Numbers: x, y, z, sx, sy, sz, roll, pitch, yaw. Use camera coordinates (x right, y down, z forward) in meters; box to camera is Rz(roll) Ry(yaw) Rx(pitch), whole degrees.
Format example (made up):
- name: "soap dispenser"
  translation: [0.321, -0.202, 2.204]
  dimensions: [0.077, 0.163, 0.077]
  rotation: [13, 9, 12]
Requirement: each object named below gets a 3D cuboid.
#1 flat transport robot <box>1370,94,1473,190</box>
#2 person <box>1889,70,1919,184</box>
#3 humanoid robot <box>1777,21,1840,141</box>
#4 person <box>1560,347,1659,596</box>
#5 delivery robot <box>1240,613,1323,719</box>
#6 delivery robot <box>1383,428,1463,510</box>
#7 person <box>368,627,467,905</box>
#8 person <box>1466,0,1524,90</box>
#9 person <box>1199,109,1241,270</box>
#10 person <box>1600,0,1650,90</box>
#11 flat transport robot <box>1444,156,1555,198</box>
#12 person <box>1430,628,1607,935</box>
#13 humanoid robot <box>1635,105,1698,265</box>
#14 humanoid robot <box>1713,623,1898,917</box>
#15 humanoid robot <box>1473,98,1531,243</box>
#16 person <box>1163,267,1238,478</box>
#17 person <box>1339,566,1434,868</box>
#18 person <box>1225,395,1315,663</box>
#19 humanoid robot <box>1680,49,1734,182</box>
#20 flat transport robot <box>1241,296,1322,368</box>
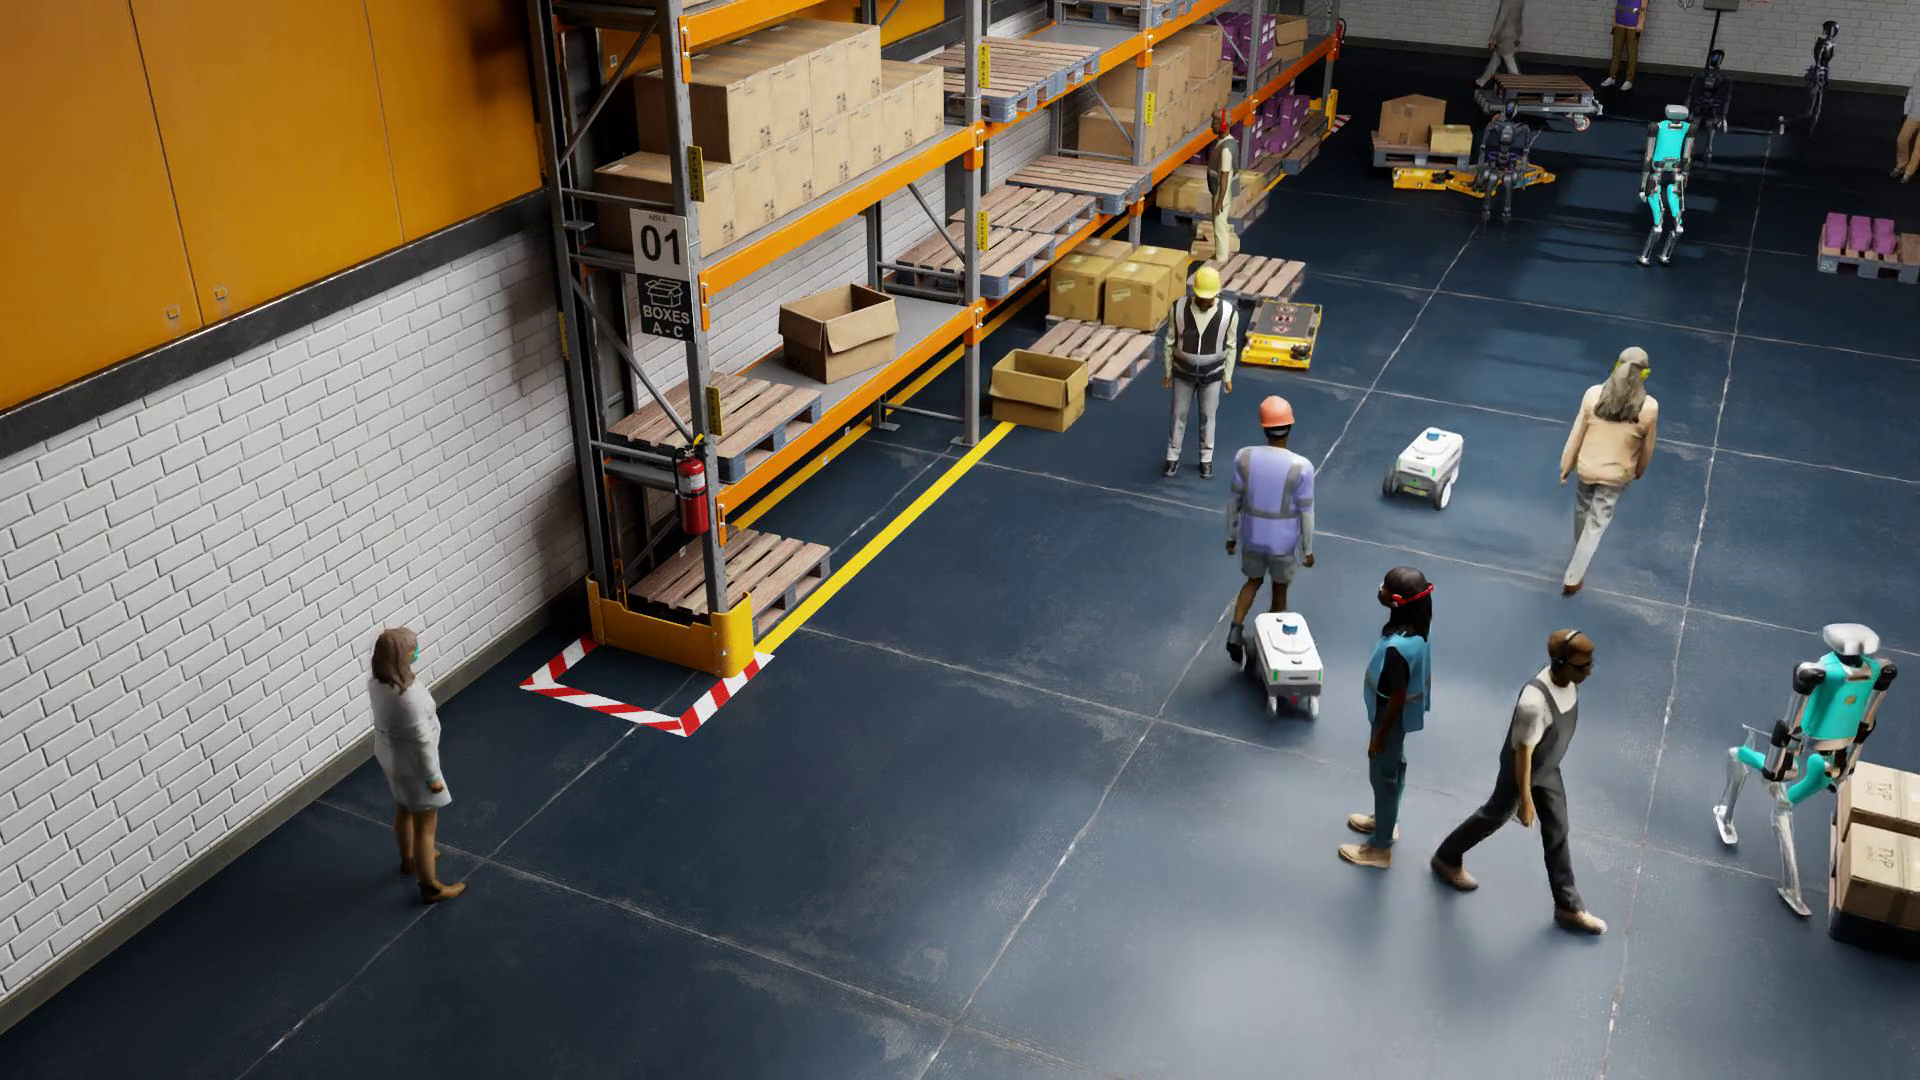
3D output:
- name: "flat transport robot"
  translation: [5.981, -4.876, 21.770]
  dimensions: [0.659, 0.231, 1.431]
  rotation: [5, 29, 9]
- name: "person"
  translation: [12.259, -5.394, 21.194]
  dimensions: [0.429, 1.720, 0.578]
  rotation: [-20, 34, -32]
- name: "humanoid robot"
  translation: [11.855, -6.403, 23.129]
  dimensions: [0.554, 1.643, 0.602]
  rotation: [21, 35, 34]
- name: "person"
  translation: [4.712, -0.541, 12.087]
  dimensions: [0.560, 1.825, 0.967]
  rotation: [21, 35, 33]
- name: "delivery robot"
  translation: [2.151, 0.787, 10.982]
  dimensions: [0.499, 0.608, 0.797]
  rotation: [0, 28, -1]
- name: "delivery robot"
  translation: [3.829, -0.627, 13.582]
  dimensions: [0.499, 0.587, 0.781]
  rotation: [17, 33, 29]
- name: "person"
  translation: [-2.964, 1.206, 9.029]
  dimensions: [0.340, 1.654, 0.502]
  rotation: [-23, 36, -36]
- name: "person"
  translation: [8.288, -7.697, 25.416]
  dimensions: [0.974, 1.777, 0.530]
  rotation: [22, 36, 35]
- name: "person"
  translation: [2.842, -3.734, 18.002]
  dimensions: [0.376, 1.838, 0.560]
  rotation: [2, 28, 3]
- name: "person"
  translation: [10.371, -7.985, 25.800]
  dimensions: [0.442, 1.923, 0.532]
  rotation: [-19, 34, -31]
- name: "flat transport robot"
  translation: [6.918, -4.659, 21.366]
  dimensions: [1.431, 0.231, 0.659]
  rotation: [-17, 33, -29]
- name: "person"
  translation: [3.042, 1.235, 8.841]
  dimensions: [0.534, 1.793, 0.993]
  rotation: [-25, 37, -38]
- name: "humanoid robot"
  translation: [7.769, -3.848, 18.213]
  dimensions: [0.530, 1.692, 0.745]
  rotation: [1, 28, 2]
- name: "humanoid robot"
  translation: [4.554, 1.114, 9.167]
  dimensions: [0.535, 1.768, 1.034]
  rotation: [-3, 29, -6]
- name: "humanoid robot"
  translation: [6.231, -4.240, 19.109]
  dimensions: [0.585, 1.657, 0.340]
  rotation: [9, 30, 16]
- name: "person"
  translation: [1.953, -1.374, 13.639]
  dimensions: [0.586, 1.823, 0.404]
  rotation: [5, 29, 9]
- name: "person"
  translation: [2.400, 0.983, 9.222]
  dimensions: [0.372, 1.864, 0.541]
  rotation: [12, 31, 21]
- name: "person"
  translation: [2.030, 0.000, 11.008]
  dimensions: [0.601, 1.905, 0.607]
  rotation: [16, 32, 26]
- name: "humanoid robot"
  translation: [9.590, -5.461, 21.363]
  dimensions: [0.598, 1.652, 0.322]
  rotation: [21, 35, 33]
- name: "flat transport robot"
  translation: [3.219, -2.074, 16.574]
  dimensions: [0.659, 0.231, 1.431]
  rotation: [8, 29, 14]
